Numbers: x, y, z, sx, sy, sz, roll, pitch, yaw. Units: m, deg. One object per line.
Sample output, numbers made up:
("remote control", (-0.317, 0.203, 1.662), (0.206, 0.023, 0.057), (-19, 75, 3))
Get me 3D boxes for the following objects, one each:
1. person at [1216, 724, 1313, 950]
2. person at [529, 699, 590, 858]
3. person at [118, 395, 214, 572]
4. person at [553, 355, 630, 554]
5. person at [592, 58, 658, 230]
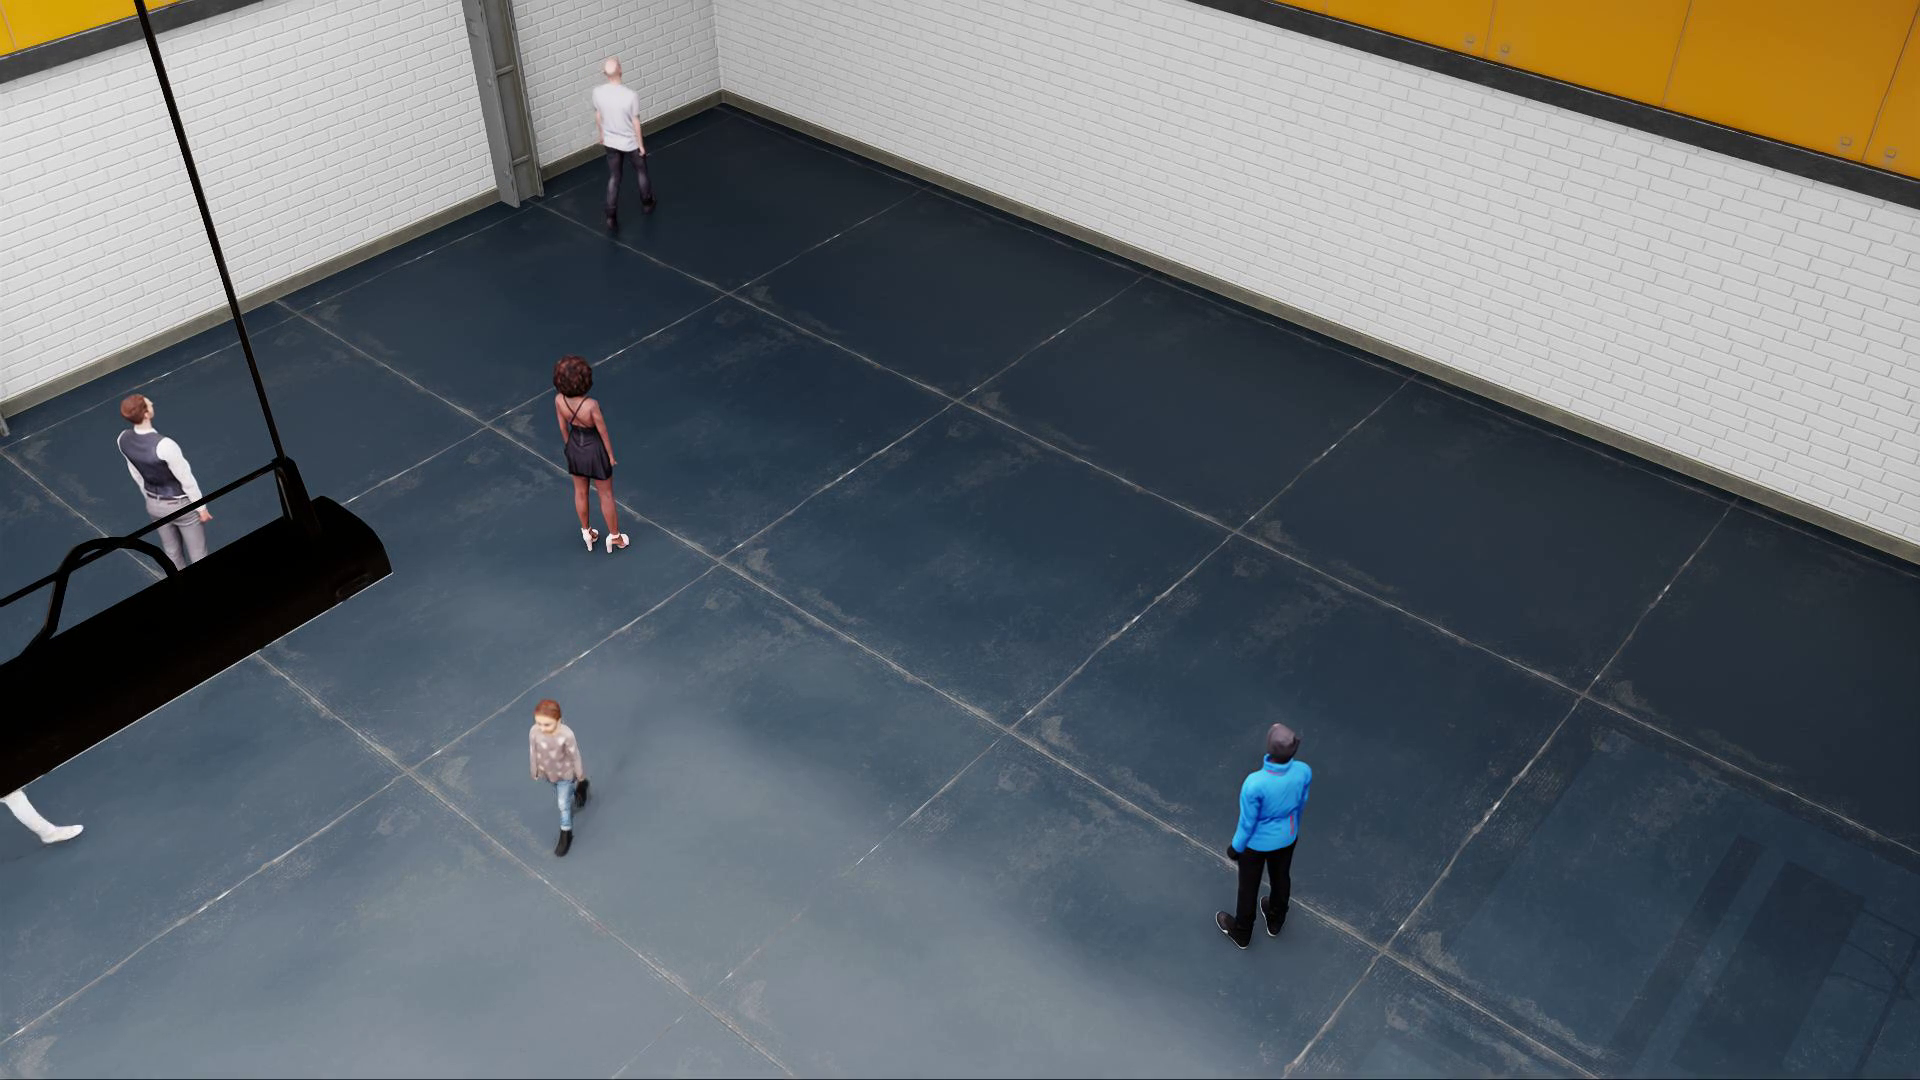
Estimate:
("person", (1.845, 1.779, 9.937), (0.633, 1.793, 0.749), (-15, 41, -18))
("person", (-2.603, 1.459, 10.830), (0.685, 1.179, 0.874), (10, 40, 12))
("person", (-5.867, -0.270, 12.385), (0.735, 1.938, 0.711), (11, 40, 13))
("person", (-2.902, -0.652, 12.983), (0.630, 1.790, 0.650), (10, 40, 13))
("person", (-3.546, -4.077, 17.259), (1.014, 1.805, 1.228), (8, 39, 9))
